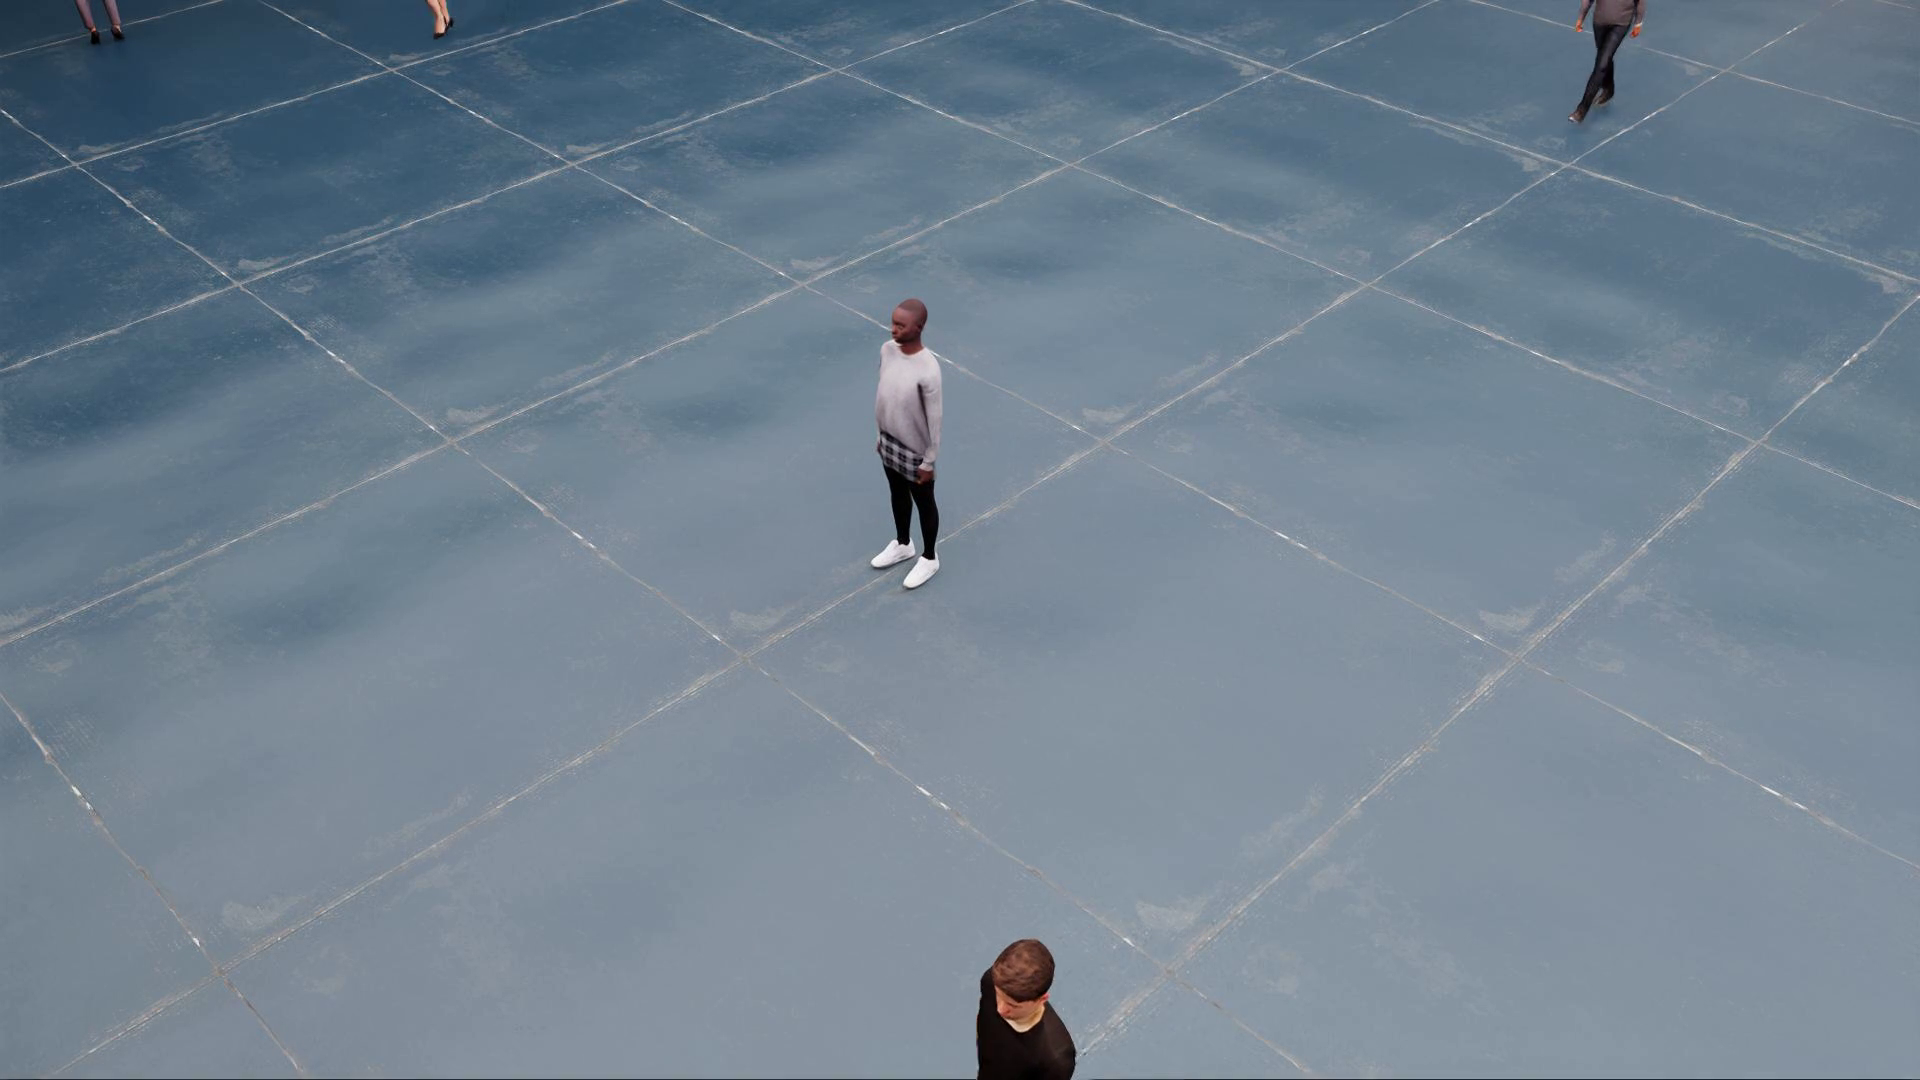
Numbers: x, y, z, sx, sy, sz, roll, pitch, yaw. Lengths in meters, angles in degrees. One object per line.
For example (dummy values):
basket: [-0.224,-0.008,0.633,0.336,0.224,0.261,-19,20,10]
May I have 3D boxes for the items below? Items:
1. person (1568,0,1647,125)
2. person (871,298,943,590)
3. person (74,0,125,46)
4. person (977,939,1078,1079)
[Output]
person: [5.735,-4.550,14.529,1.135,1.720,0.711,31,47,34]
person: [-0.270,-0.547,9.222,0.522,1.772,0.605,-30,47,-34]
person: [-8.434,-5.598,15.948,0.556,1.672,0.710,-18,41,-22]
person: [0.303,1.982,5.860,1.153,1.814,0.833,-20,42,-24]
